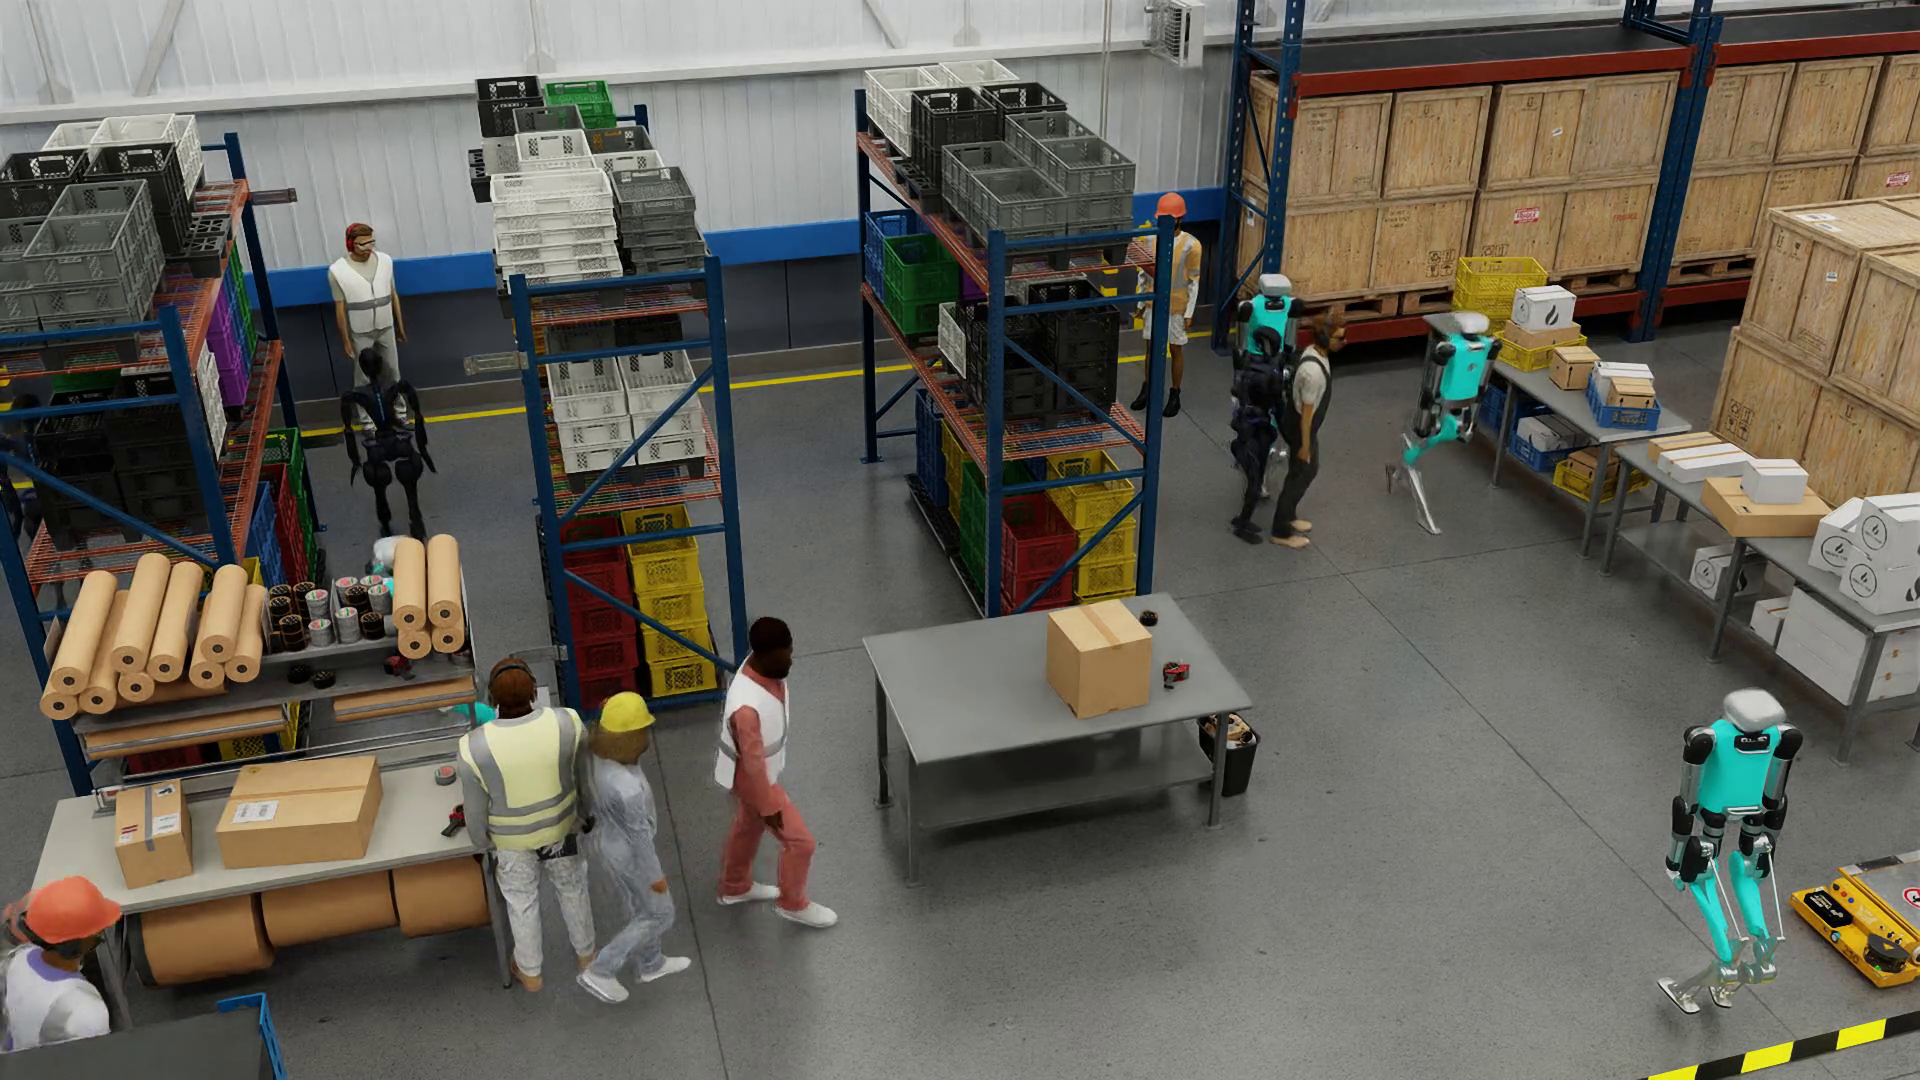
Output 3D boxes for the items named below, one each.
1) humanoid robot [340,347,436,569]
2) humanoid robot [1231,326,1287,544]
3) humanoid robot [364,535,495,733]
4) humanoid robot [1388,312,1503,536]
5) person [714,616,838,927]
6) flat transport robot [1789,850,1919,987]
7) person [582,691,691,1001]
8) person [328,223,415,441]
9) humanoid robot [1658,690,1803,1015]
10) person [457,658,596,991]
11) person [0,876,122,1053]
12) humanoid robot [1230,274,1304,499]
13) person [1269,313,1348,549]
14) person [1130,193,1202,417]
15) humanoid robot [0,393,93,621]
[{"bbox_3d":[-4.053,-0.593,11.822,0.588,1.628,0.769,-14,32,-24],"label":"humanoid robot"},{"bbox_3d":[2.196,-0.783,12.125,0.355,1.654,0.599,24,37,36],"label":"humanoid robot"},{"bbox_3d":[-2.816,0.709,9.383,0.798,1.801,0.532,-24,37,-37],"label":"humanoid robot"},{"bbox_3d":[3.480,-0.960,12.415,0.556,1.789,0.940,-10,30,-18],"label":"humanoid robot"},{"bbox_3d":[-0.942,1.177,8.350,0.735,1.875,0.631,3,29,5],"label":"person"},{"bbox_3d":[5.163,1.916,8.676,1.431,0.231,0.659,-8,30,-14],"label":"flat transport robot"},{"bbox_3d":[-1.602,1.494,7.928,0.475,1.718,0.512,-12,31,-21],"label":"person"},{"bbox_3d":[-4.843,-1.725,13.675,0.387,1.836,0.564,24,37,37],"label":"person"},{"bbox_3d":[3.606,1.549,7.683,0.533,1.673,0.735,-2,29,-4],"label":"humanoid robot"},{"bbox_3d":[-2.065,1.370,8.035,0.634,1.841,0.429,-15,32,-25],"label":"person"},{"bbox_3d":[-3.488,2.200,6.414,1.080,1.966,0.619,-25,38,-38],"label":"person"},{"bbox_3d":[2.374,-1.092,12.643,0.552,1.808,0.785,-9,30,-15],"label":"humanoid robot"},{"bbox_3d":[2.507,-0.778,11.977,0.395,1.824,0.527,6,29,10],"label":"person"},{"bbox_3d":[1.729,-1.982,14.039,0.546,1.935,0.367,15,32,26],"label":"person"},{"bbox_3d":[-6.002,-0.196,11.046,0.611,1.646,0.354,-8,30,-14],"label":"humanoid robot"}]
